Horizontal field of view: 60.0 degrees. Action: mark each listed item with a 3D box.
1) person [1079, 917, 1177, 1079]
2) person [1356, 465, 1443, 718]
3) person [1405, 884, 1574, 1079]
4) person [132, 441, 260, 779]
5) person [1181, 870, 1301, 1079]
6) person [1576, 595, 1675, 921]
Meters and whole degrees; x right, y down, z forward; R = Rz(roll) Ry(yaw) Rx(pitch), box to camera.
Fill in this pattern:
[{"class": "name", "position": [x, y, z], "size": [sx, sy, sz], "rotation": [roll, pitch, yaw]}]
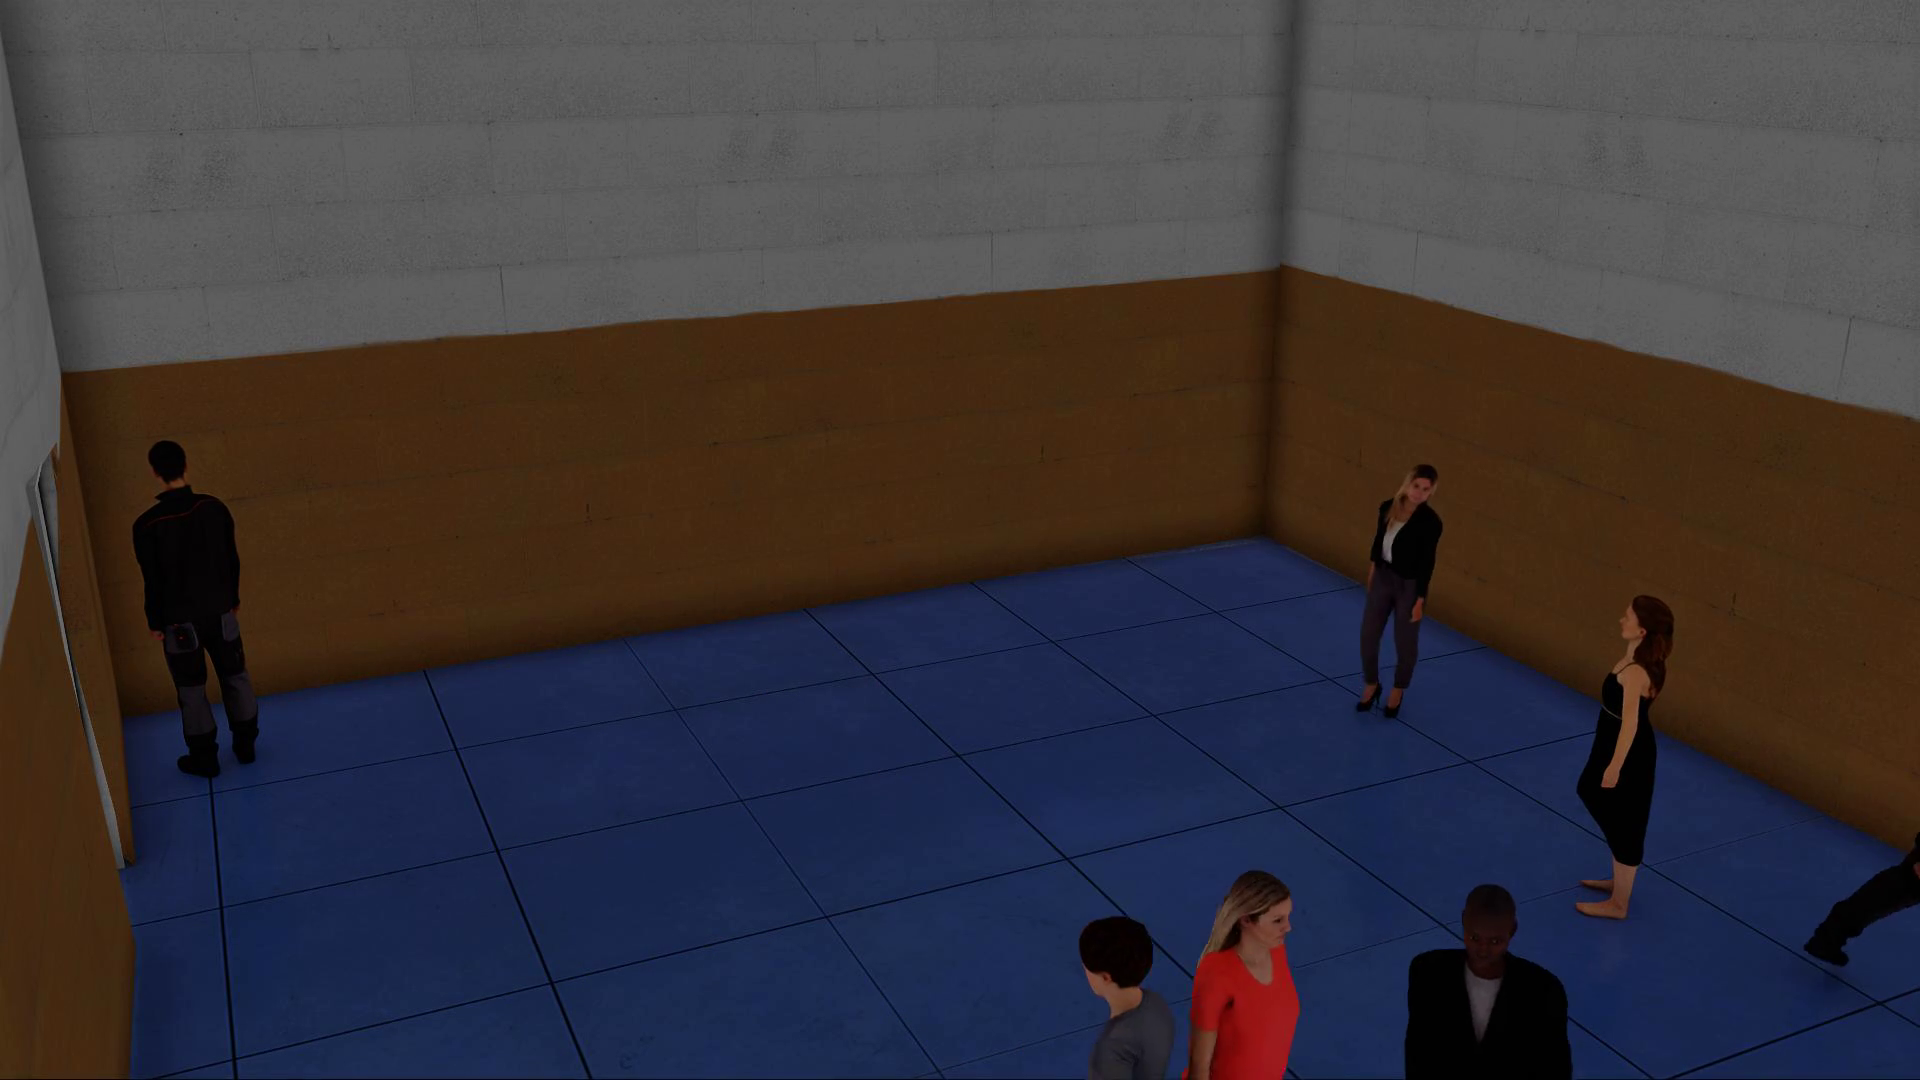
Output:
[{"class": "person", "position": [0.594, 1.954, 5.147], "size": [0.847, 1.635, 0.789], "rotation": [9, 20, 24]}, {"class": "person", "position": [2.652, 0.315, 10.017], "size": [0.726, 1.643, 0.721], "rotation": [-11, 22, -30]}, {"class": "person", "position": [1.698, 1.838, 5.347], "size": [1.075, 1.741, 1.170], "rotation": [7, 20, 20]}, {"class": "person", "position": [-4.291, 0.381, 9.352], "size": [0.840, 1.942, 0.684], "rotation": [16, 24, 39]}, {"class": "person", "position": [0.818, 1.828, 5.483], "size": [0.959, 1.671, 0.872], "rotation": [-15, 24, -37]}, {"class": "person", "position": [3.180, 1.032, 7.920], "size": [0.740, 1.624, 0.664], "rotation": [10, 21, 27]}]
